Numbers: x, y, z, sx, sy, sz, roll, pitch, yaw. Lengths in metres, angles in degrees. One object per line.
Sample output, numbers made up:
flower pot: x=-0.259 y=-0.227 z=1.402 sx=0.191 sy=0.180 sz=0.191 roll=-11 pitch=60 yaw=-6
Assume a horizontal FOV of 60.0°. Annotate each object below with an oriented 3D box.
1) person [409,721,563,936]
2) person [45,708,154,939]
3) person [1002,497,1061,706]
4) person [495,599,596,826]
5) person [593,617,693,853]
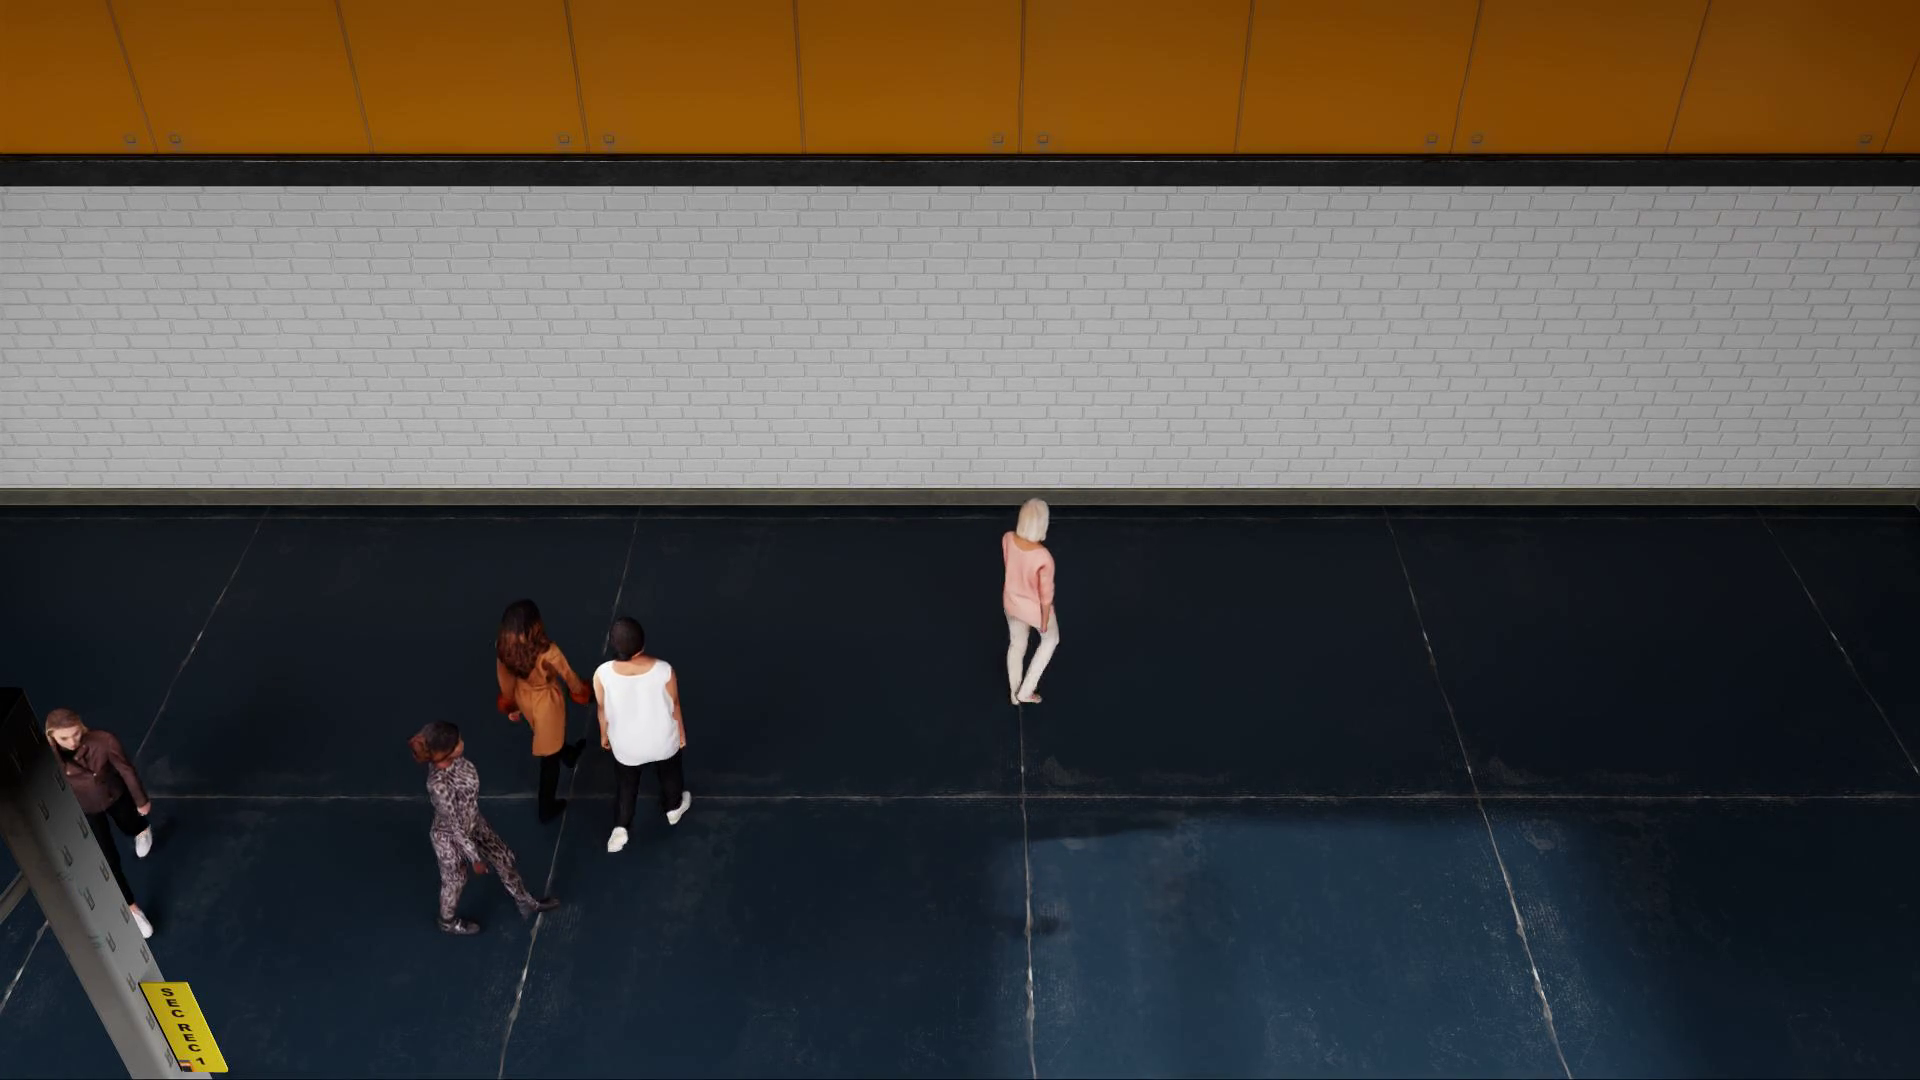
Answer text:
person: x=-2.979 y=1.705 z=9.598 sx=0.731 sy=1.686 sz=0.919 roll=-3 pitch=39 yaw=-4
person: x=-5.077 y=1.514 z=9.854 sx=0.995 sy=1.665 sz=1.217 roll=-16 pitch=41 yaw=-20
person: x=0.403 y=0.473 z=11.117 sx=0.731 sy=1.716 sz=0.782 roll=26 pitch=45 yaw=29
person: x=-2.622 y=1.110 z=10.337 sx=0.913 sy=1.694 sz=1.062 roll=14 pitch=41 yaw=17
person: x=-1.988 y=1.214 z=10.229 sx=0.723 sy=1.666 sz=0.915 roll=2 pitch=39 yaw=3
